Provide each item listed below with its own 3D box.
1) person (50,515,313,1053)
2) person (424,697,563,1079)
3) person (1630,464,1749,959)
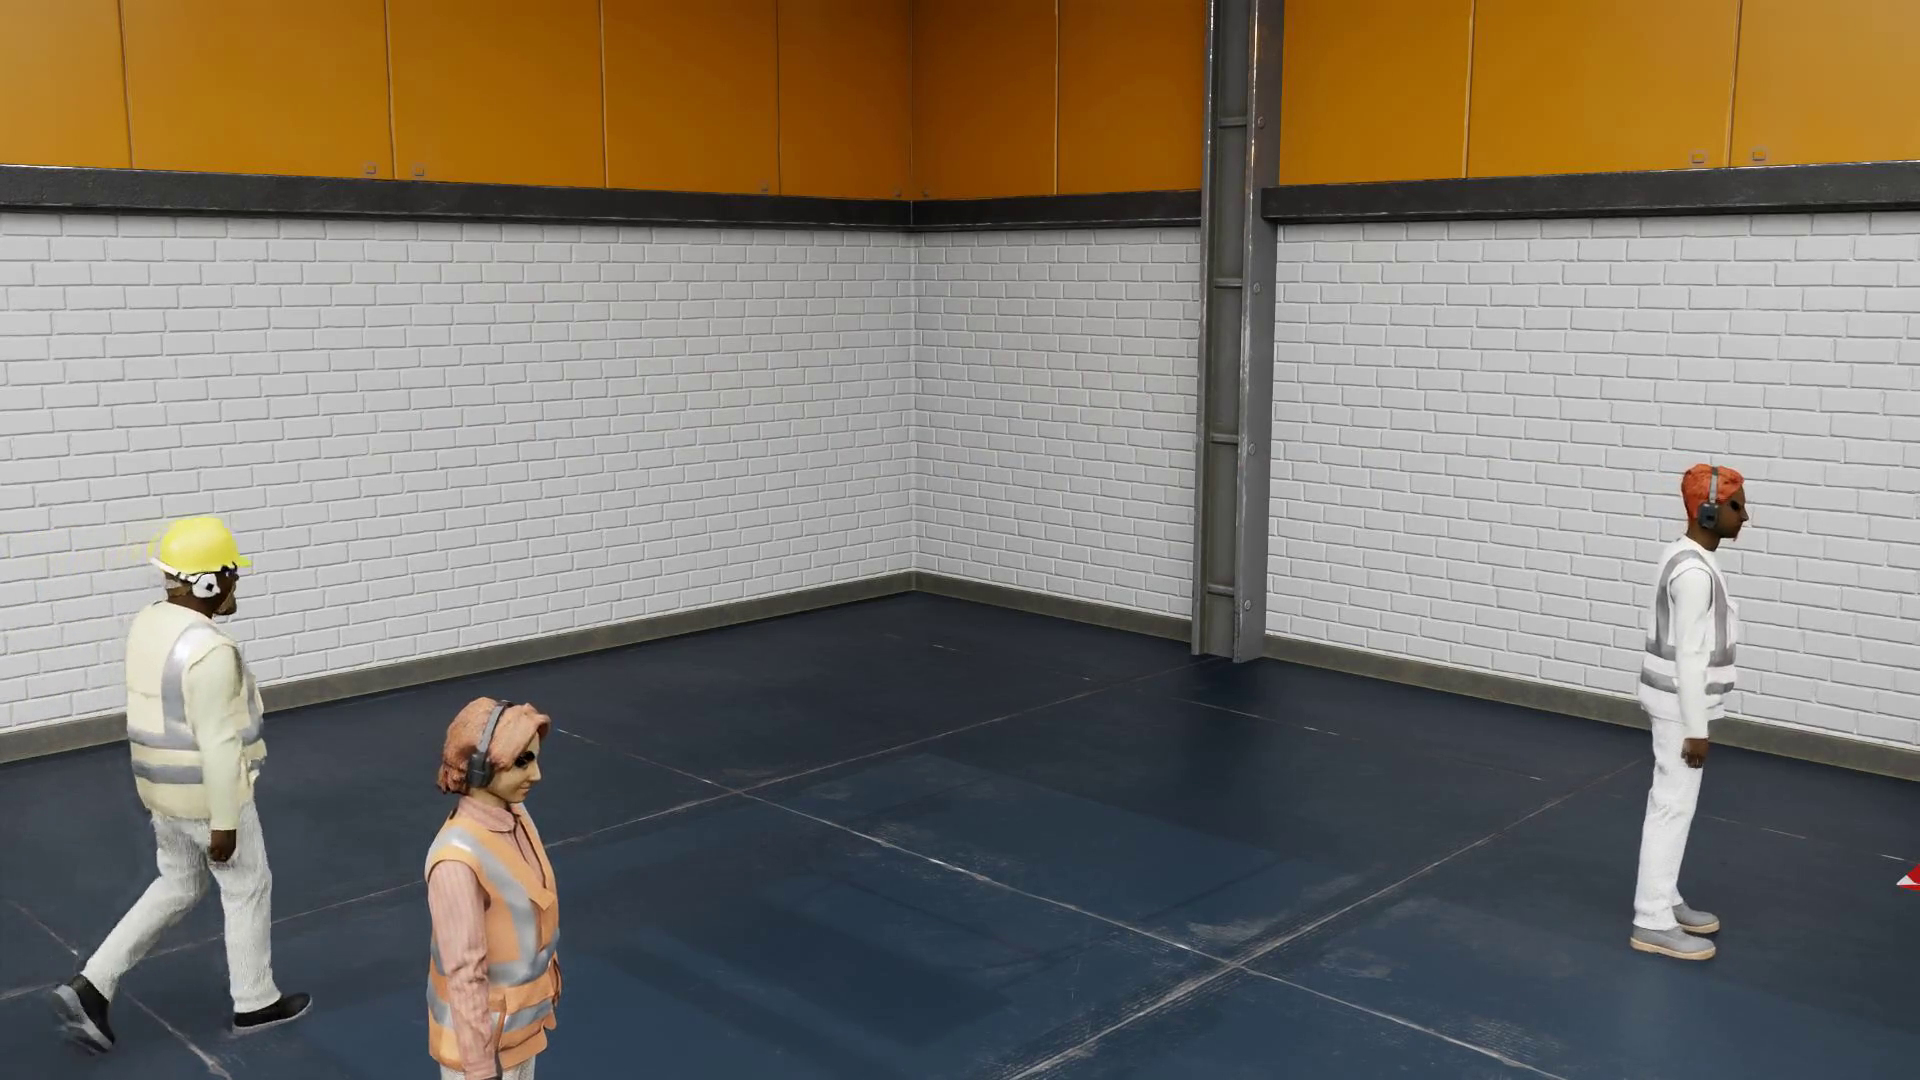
[{"bbox_3d":[-2.585,0.822,5.481,0.600,1.811,0.732,7,12,38],"label":"person"},{"bbox_3d":[-1.079,1.169,3.878,0.310,1.638,0.514,0,9,-3],"label":"person"},{"bbox_3d":[2.782,0.645,6.365,0.352,1.878,0.571,4,10,22],"label":"person"}]
